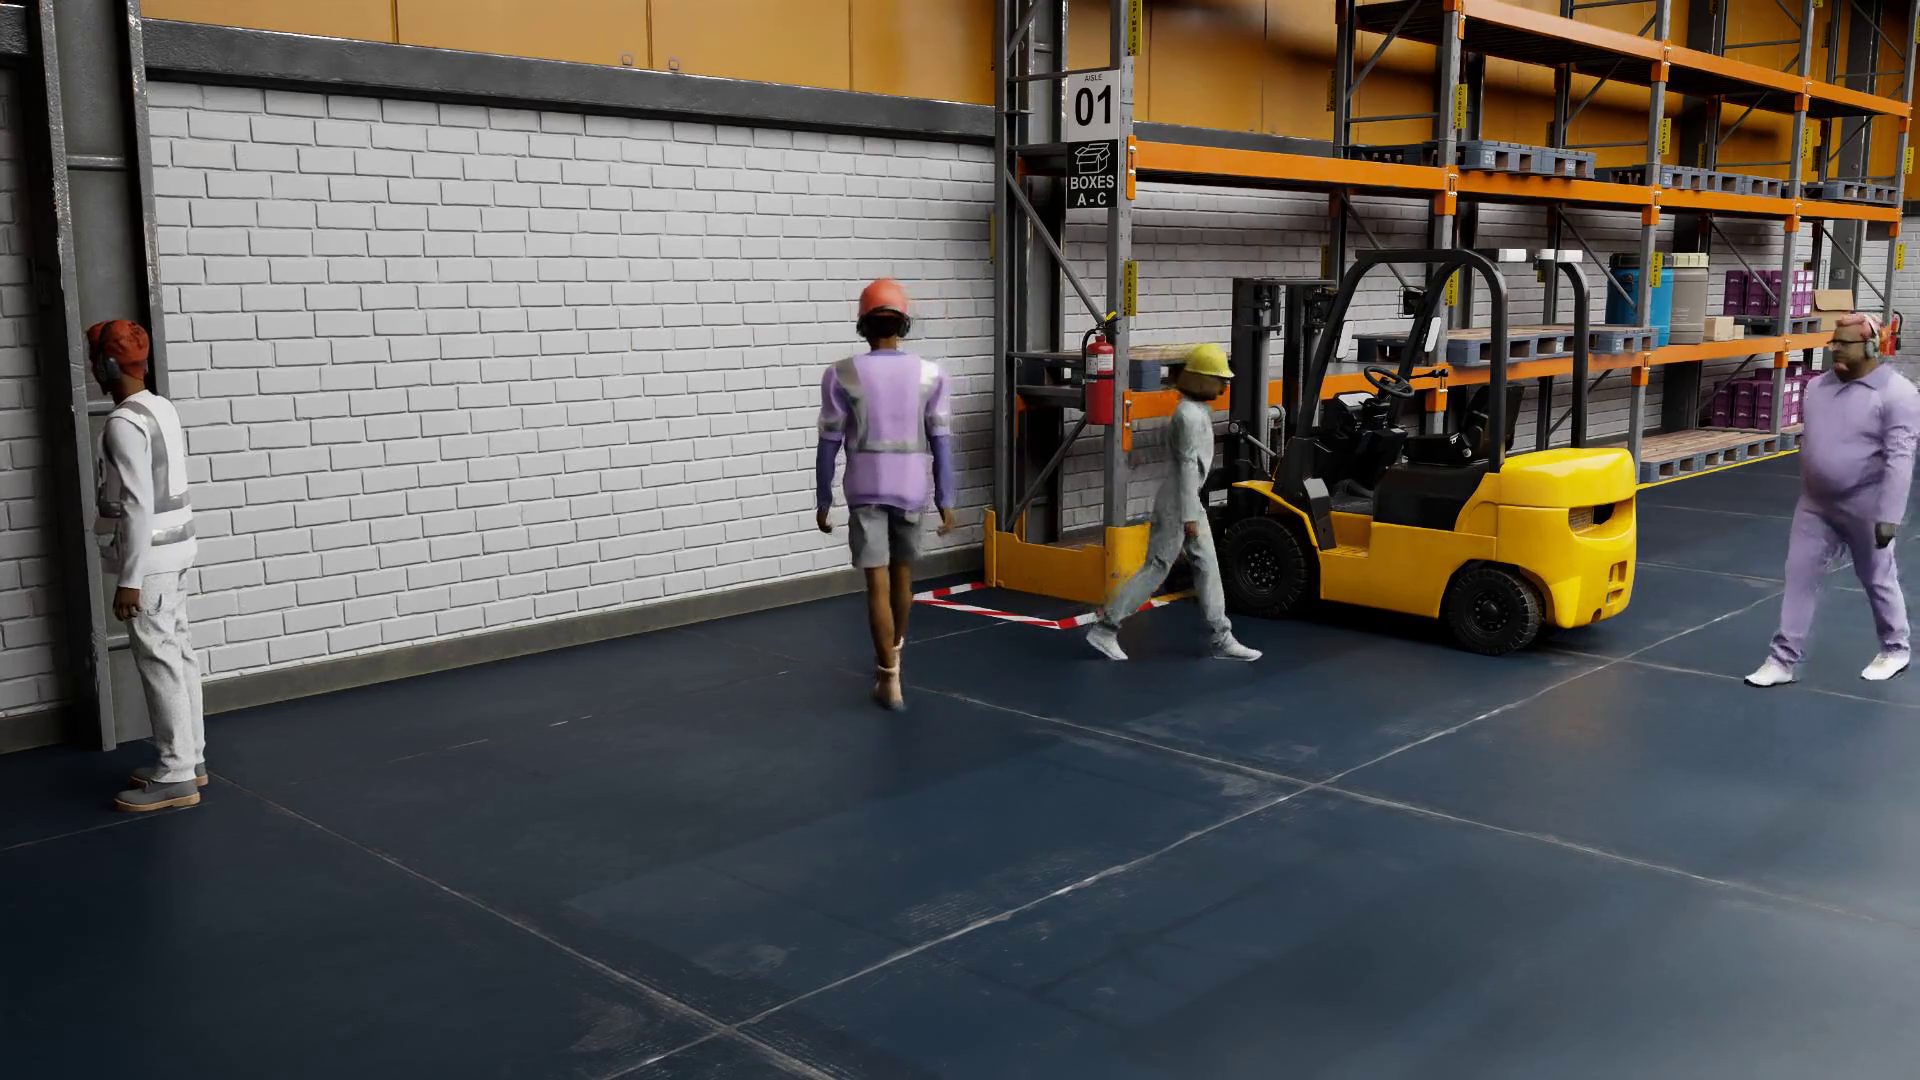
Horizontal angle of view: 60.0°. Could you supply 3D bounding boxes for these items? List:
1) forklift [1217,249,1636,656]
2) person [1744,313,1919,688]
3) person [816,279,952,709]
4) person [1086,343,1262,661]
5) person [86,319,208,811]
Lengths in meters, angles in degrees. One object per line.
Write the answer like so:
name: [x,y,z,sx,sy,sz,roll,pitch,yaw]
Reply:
forklift: [2.710,-0.584,9.626,2.313,2.155,1.214,9,13,43]
person: [4.415,-0.189,8.246,0.985,1.862,0.661,-4,10,-25]
person: [-0.403,-0.242,8.080,0.636,2.009,0.924,-3,10,-17]
person: [1.115,-0.187,8.730,0.895,1.691,0.525,2,9,12]
person: [-3.132,0.097,6.403,0.349,1.881,0.577,-2,9,-12]
